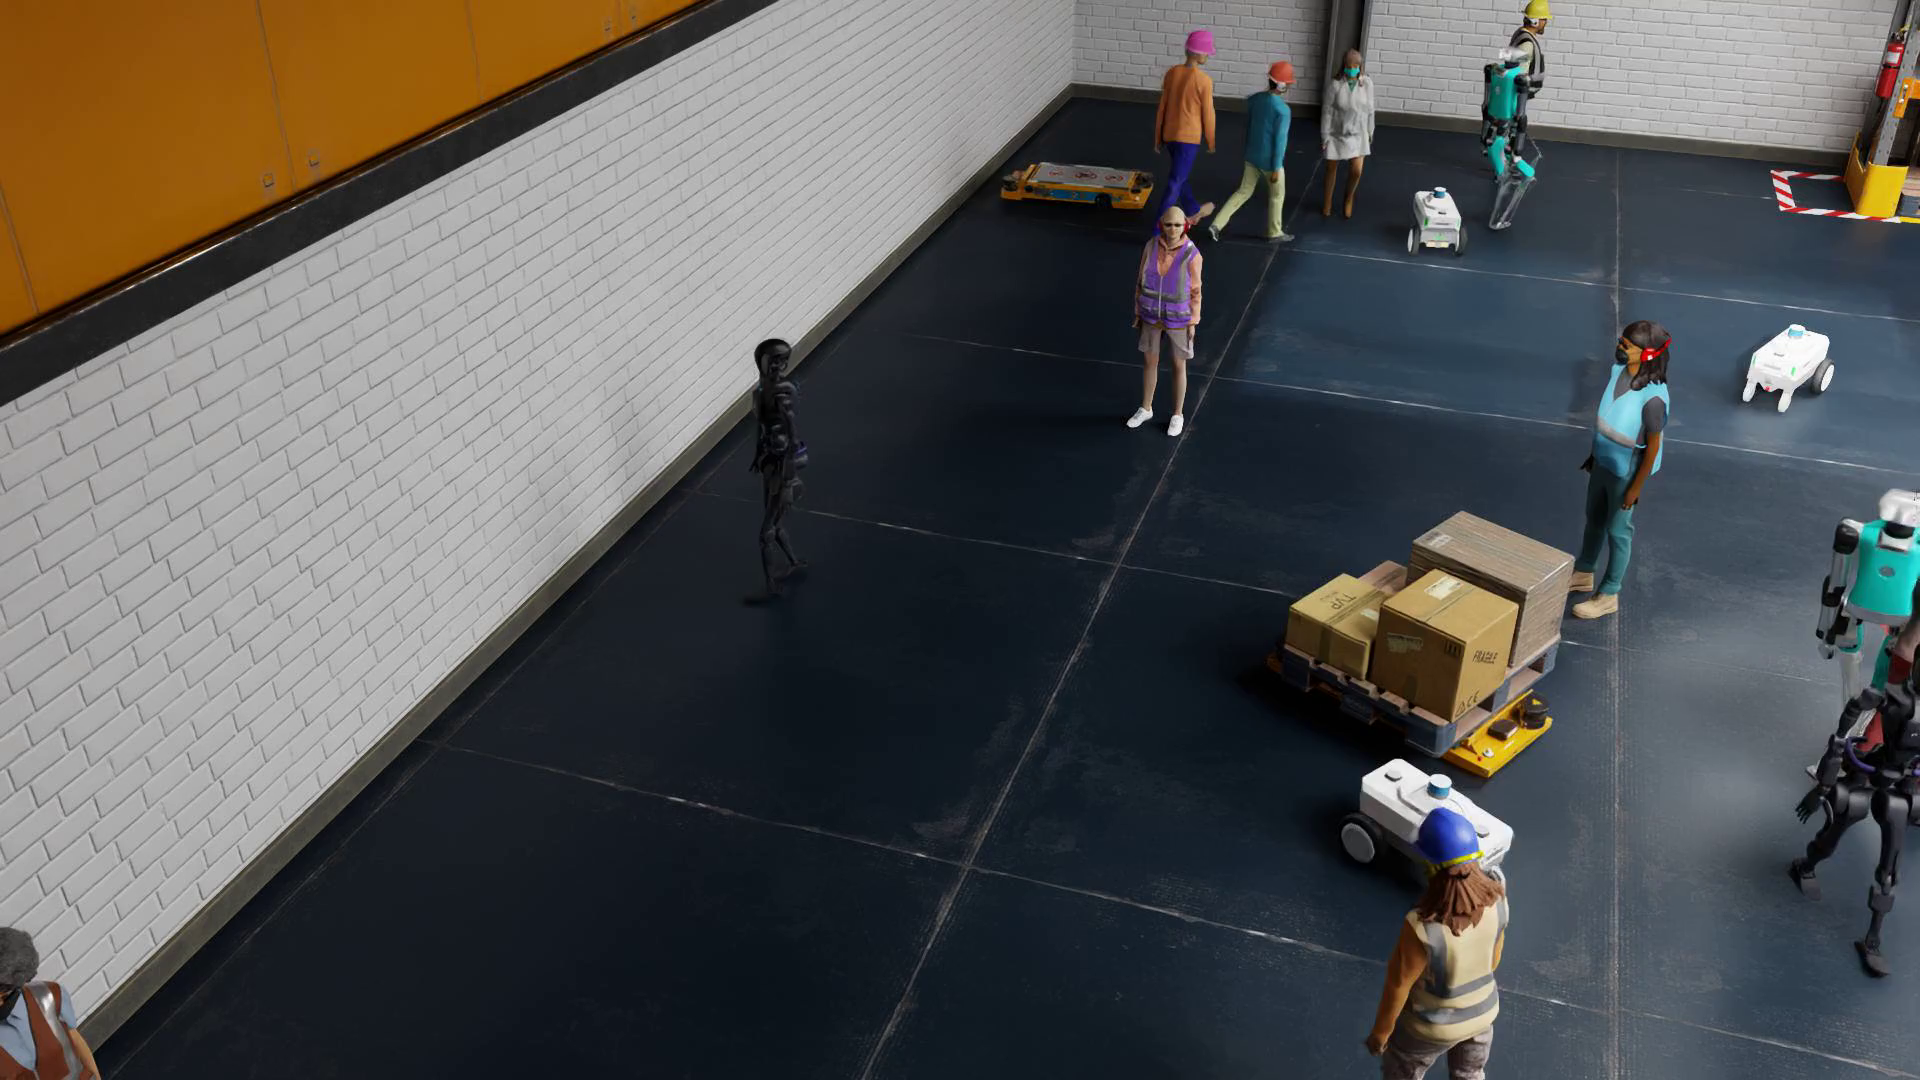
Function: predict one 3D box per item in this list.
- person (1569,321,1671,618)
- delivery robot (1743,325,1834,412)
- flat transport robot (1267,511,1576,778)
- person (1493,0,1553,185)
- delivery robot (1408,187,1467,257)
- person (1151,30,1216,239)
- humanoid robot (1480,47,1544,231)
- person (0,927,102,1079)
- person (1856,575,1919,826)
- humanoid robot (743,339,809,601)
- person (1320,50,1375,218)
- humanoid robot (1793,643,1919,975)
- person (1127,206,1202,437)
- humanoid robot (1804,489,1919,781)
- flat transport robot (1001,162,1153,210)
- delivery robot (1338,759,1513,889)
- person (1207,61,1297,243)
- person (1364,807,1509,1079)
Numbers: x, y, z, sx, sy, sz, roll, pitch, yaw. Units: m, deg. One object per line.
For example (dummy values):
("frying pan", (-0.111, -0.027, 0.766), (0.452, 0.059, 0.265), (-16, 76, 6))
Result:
("person", (3.861, -0.411, 9.749), (0.394, 1.865, 0.521), (-6, 31, -10))
("delivery robot", (6.295, -1.343, 12.637), (0.499, 0.603, 0.794), (26, 39, 37))
("flat transport robot", (2.487, 0.806, 9.254), (0.659, 0.231, 1.431), (-26, 39, -37))
("person", (5.668, -4.532, 16.808), (0.403, 1.824, 0.595), (8, 31, 13))
("delivery robot", (4.400, -2.934, 15.348), (0.515, 0.609, 0.780), (3, 31, 5))
("person", (2.083, -3.720, 15.324), (1.018, 1.921, 0.513), (-25, 38, -35))
("humanoid robot", (5.178, -3.669, 15.504), (0.724, 1.873, 0.532), (-15, 33, -23))
("person", (-3.181, 2.021, 5.783), (0.307, 1.686, 0.455), (22, 37, 33))
("person", (4.800, 0.590, 8.163), (0.352, 1.756, 0.541), (-22, 37, -32))
("humanoid robot", (-1.162, -0.443, 9.986), (0.486, 1.641, 0.616), (-13, 33, -21))
("person", (3.674, -3.854, 15.826), (0.530, 1.633, 0.470), (4, 31, 6))
("humanoid robot", (4.102, 1.098, 7.417), (0.611, 1.621, 0.760), (4, 31, 7))
("person", (1.478, -1.566, 11.881), (0.492, 1.694, 0.348), (16, 34, 25))
("humanoid robot", (4.675, 0.416, 8.474), (0.546, 1.712, 0.993), (20, 36, 30))
("flat transport robot", (1.177, -3.548, 16.661), (1.431, 0.231, 0.659), (7, 31, 13))
("delivery robot", (2.250, 1.388, 8.001), (0.499, 0.614, 0.815), (-21, 36, -32))
("person", (2.726, -3.494, 15.153), (0.802, 1.715, 0.574), (-16, 34, -25))
("person", (1.797, 1.761, 6.156), (0.601, 1.752, 0.469), (-11, 32, -18))
